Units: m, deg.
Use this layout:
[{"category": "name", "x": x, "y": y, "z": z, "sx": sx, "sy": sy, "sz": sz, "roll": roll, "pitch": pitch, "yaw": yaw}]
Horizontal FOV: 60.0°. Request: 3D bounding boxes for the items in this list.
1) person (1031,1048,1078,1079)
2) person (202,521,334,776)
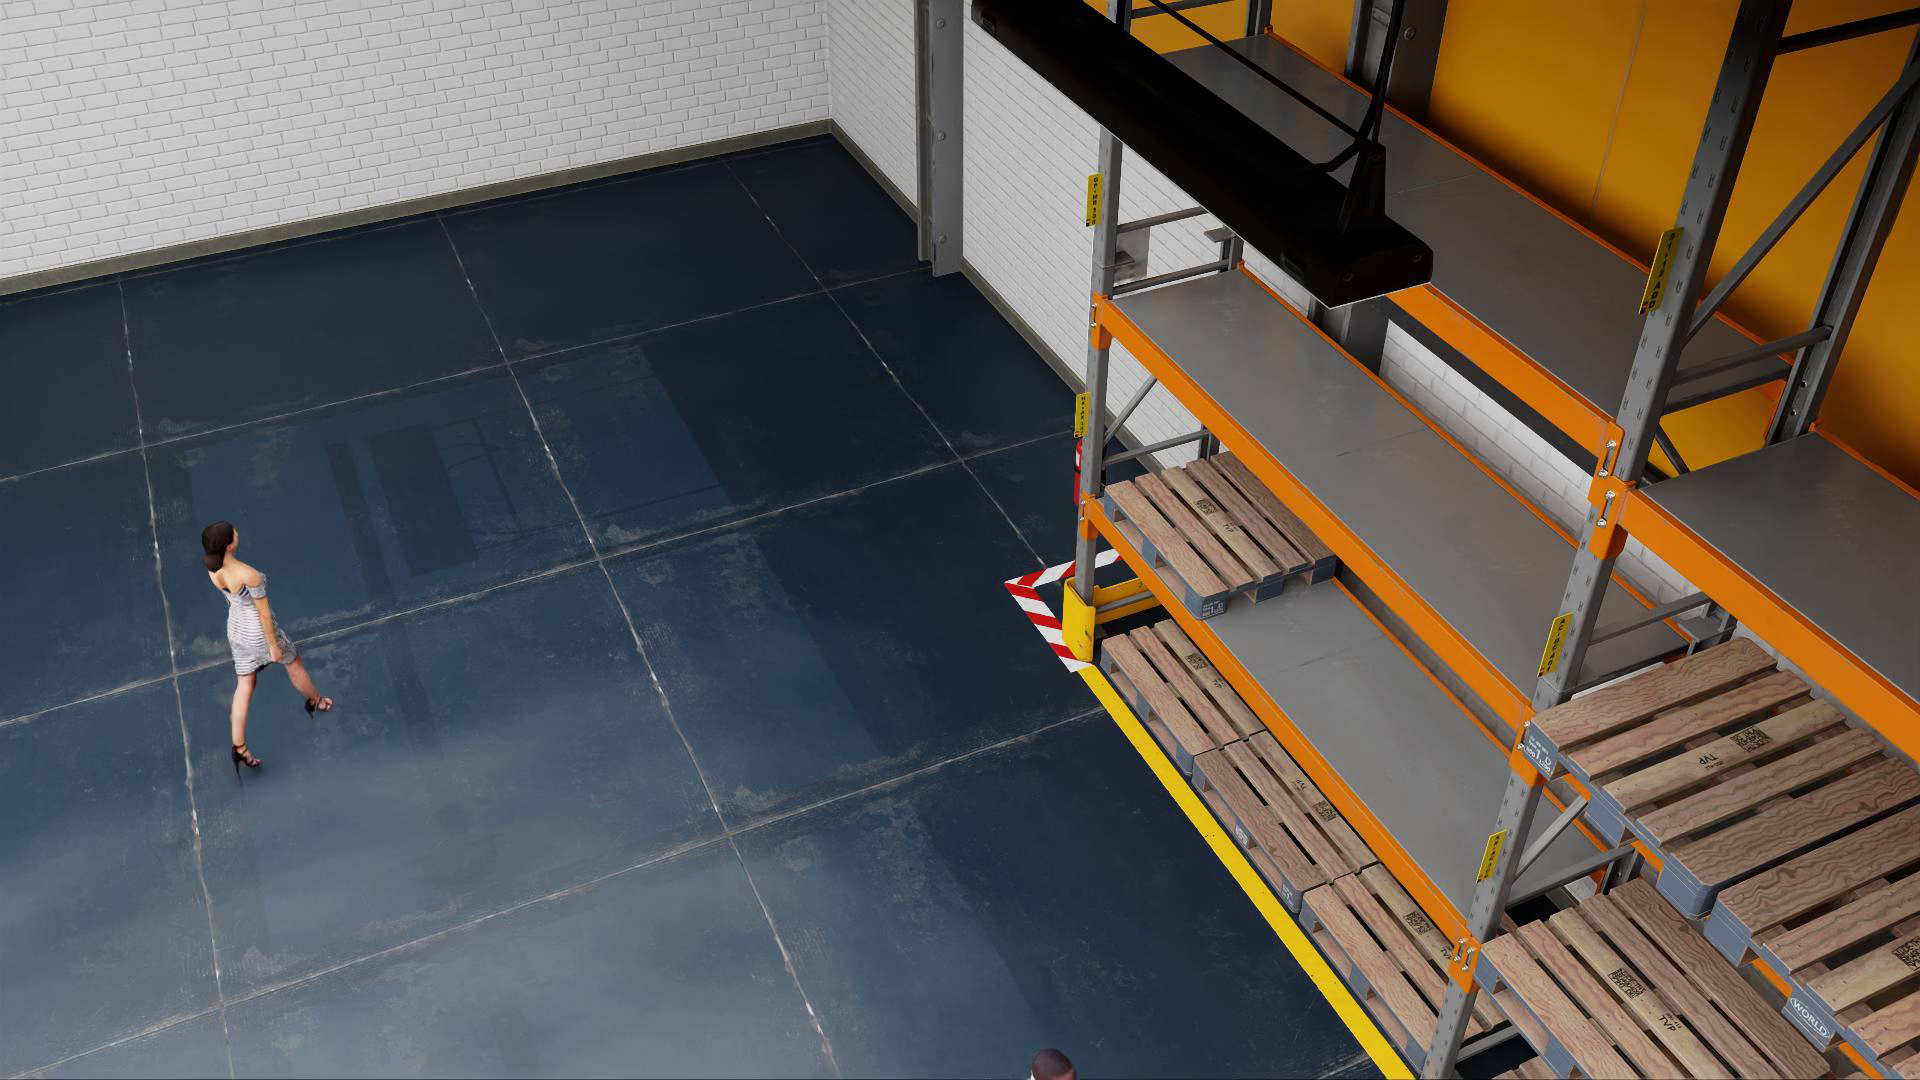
[{"category": "person", "x": 0.360, "y": 2.885, "z": 7.583, "sx": 0.751, "sy": 1.834, "sz": 0.721, "roll": 17, "pitch": 42, "yaw": 20}, {"category": "person", "x": -4.473, "y": 0.682, "z": 10.384, "sx": 1.070, "sy": 1.781, "sz": 1.084, "roll": 17, "pitch": 42, "yaw": 20}]
